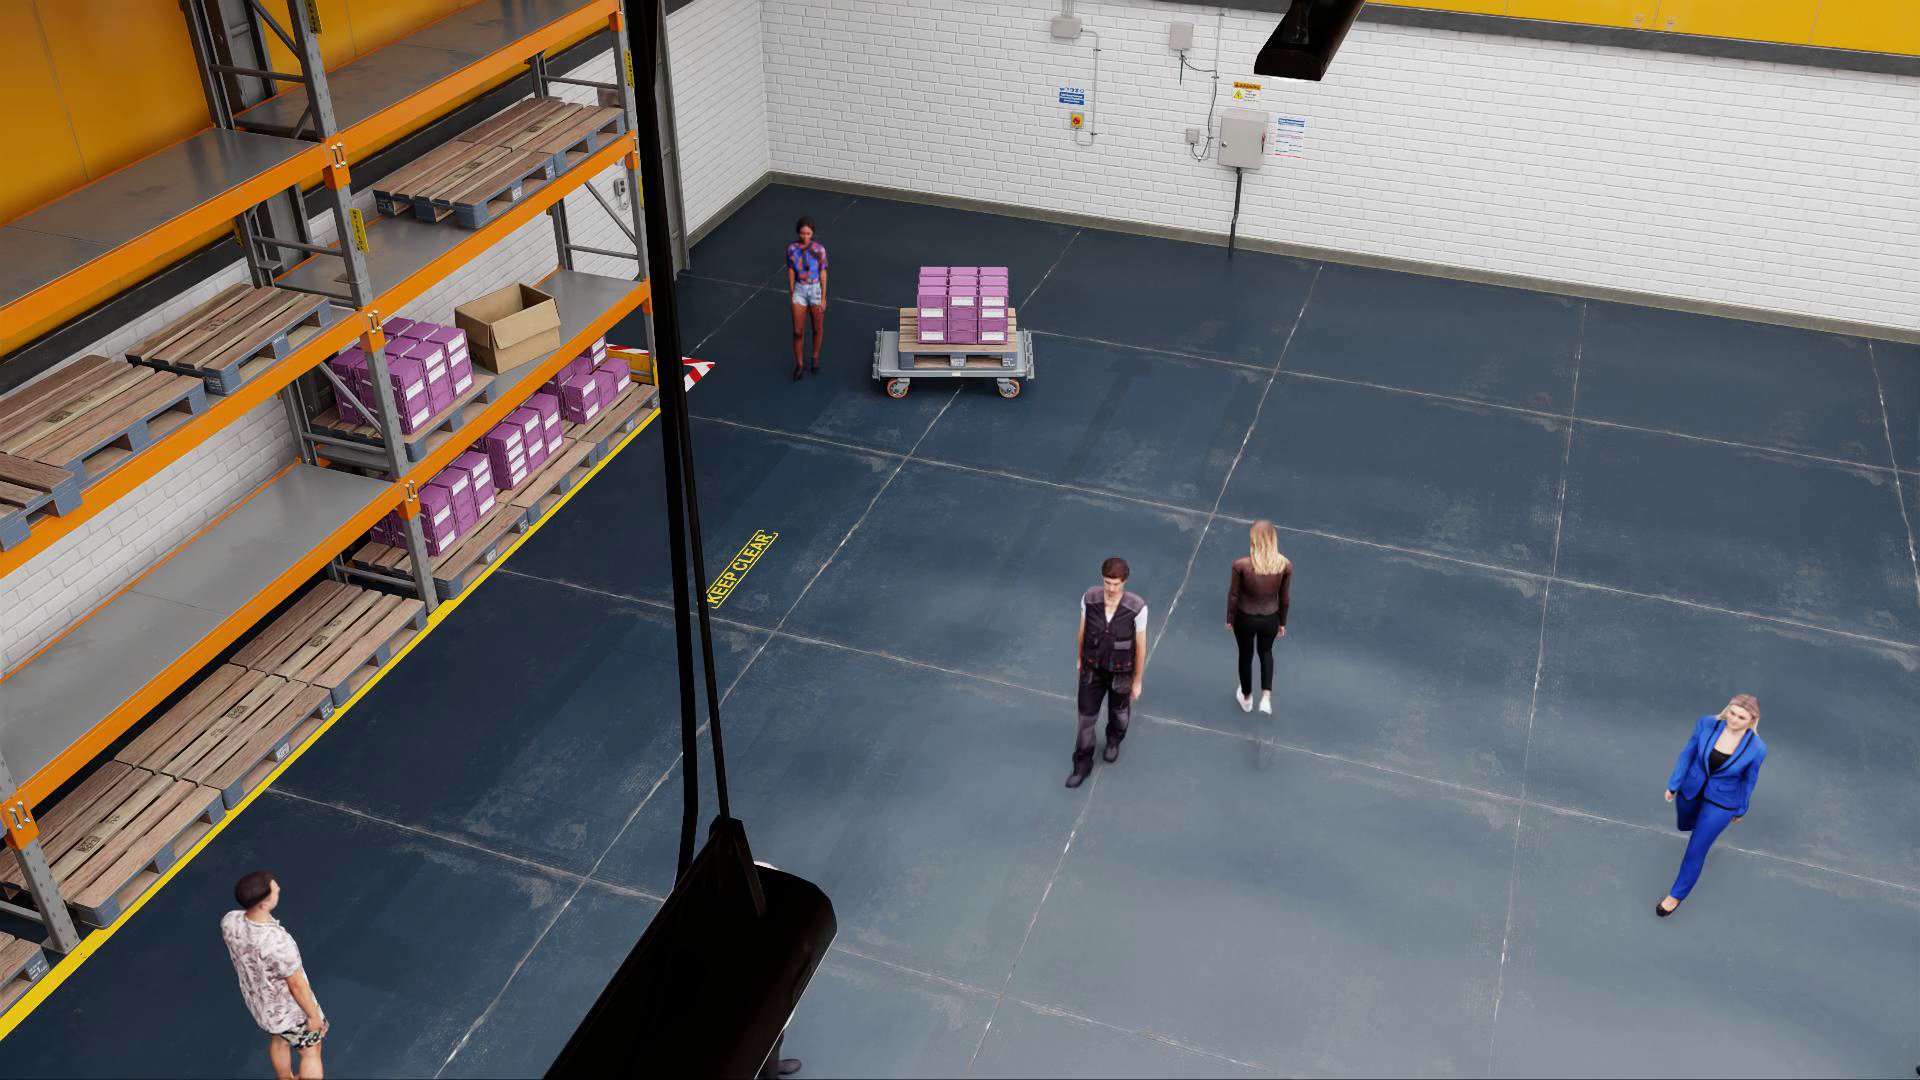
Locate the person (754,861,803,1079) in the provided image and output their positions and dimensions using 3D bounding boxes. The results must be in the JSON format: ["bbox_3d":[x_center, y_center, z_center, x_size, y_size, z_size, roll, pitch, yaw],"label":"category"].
[{"bbox_3d":[-1.094,2.511,9.457,0.786,1.803,0.685,-5,34,-8],"label":"person"}]

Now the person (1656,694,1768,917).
[{"bbox_3d":[4.921,1.644,10.876,1.169,1.677,0.926,-29,43,-36],"label":"person"}]

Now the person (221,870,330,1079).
[{"bbox_3d":[-3.843,2.573,9.359,0.714,1.809,0.630,17,37,24],"label":"person"}]

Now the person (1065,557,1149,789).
[{"bbox_3d":[1.102,0.847,11.938,0.673,1.827,0.933,10,35,14],"label":"person"}]

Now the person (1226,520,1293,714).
[{"bbox_3d":[2.212,0.648,12.362,0.762,1.690,0.849,-2,34,-2],"label":"person"}]

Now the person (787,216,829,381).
[{"bbox_3d":[-1.534,-2.541,17.123,0.711,1.730,0.814,2,34,3],"label":"person"}]
